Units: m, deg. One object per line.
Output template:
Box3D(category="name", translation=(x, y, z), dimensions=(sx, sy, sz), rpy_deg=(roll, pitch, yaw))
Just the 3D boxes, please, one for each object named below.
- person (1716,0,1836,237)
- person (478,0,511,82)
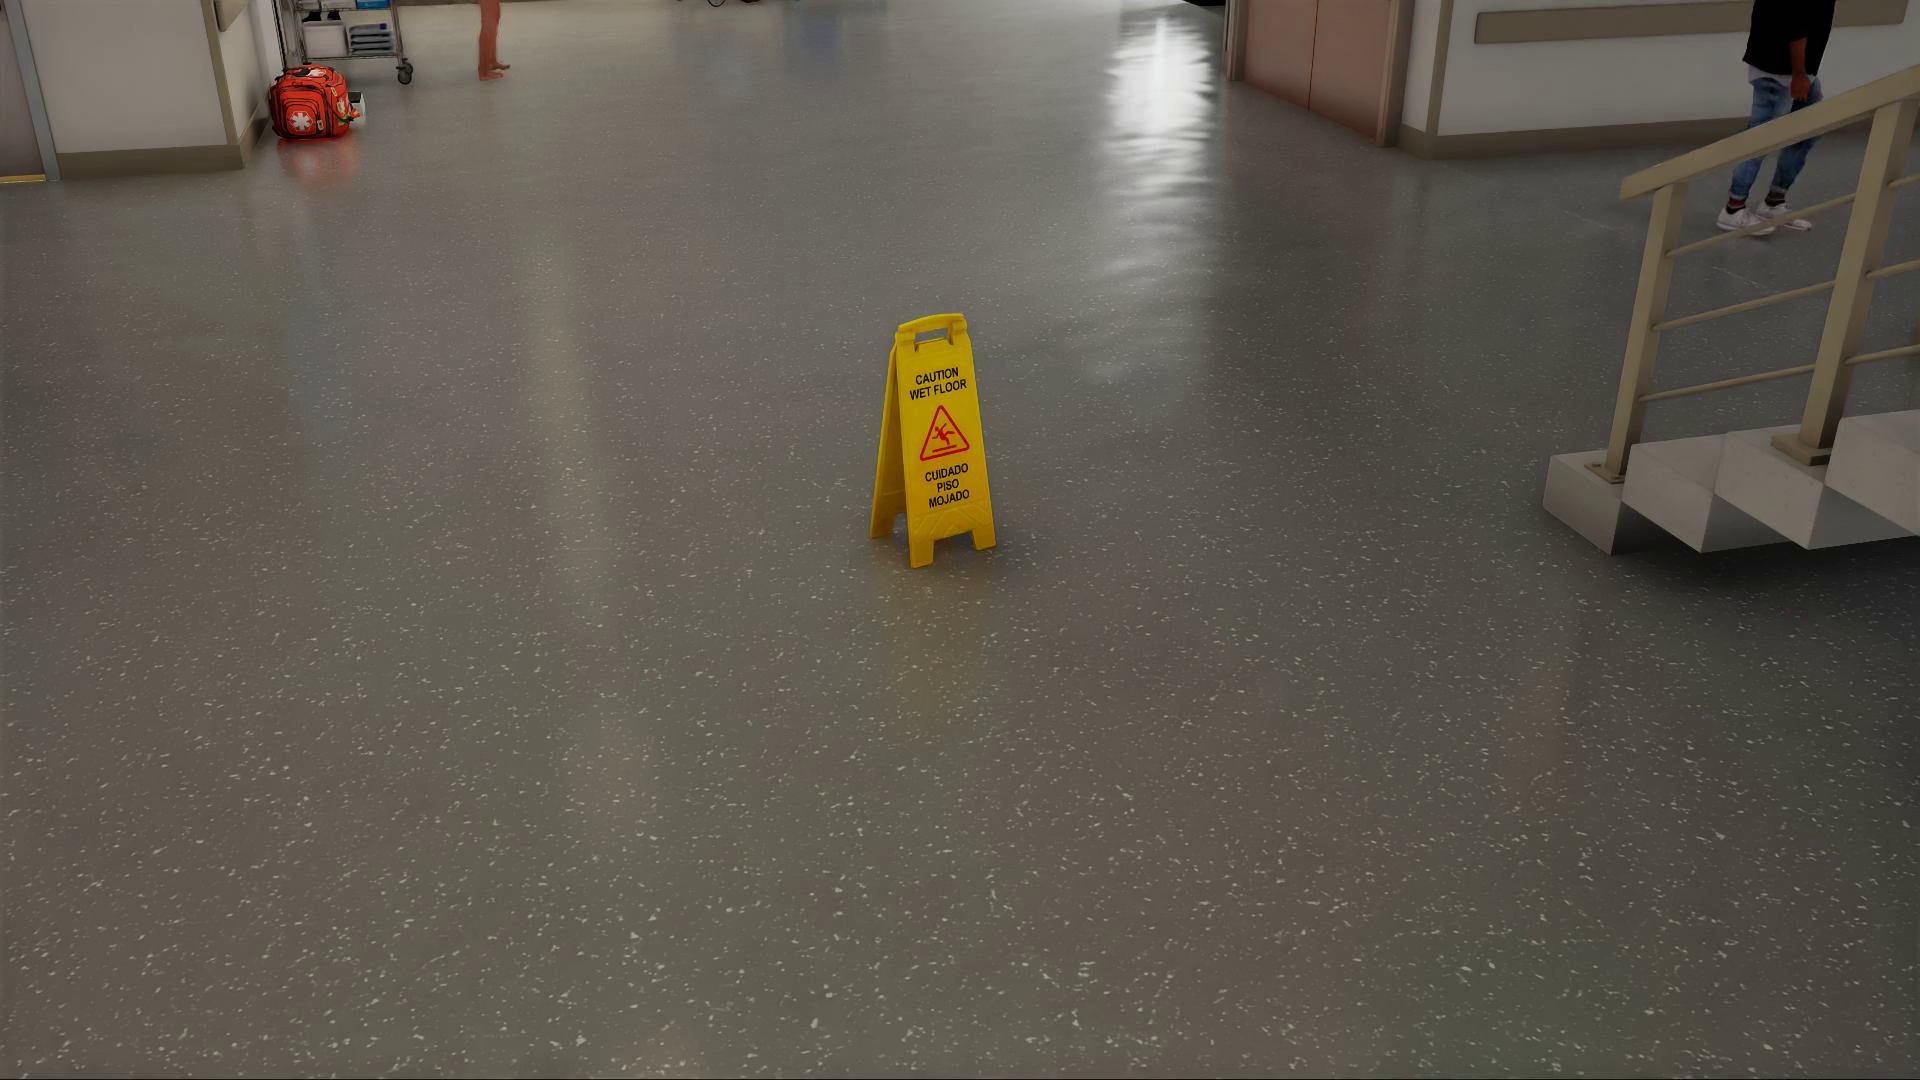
Box3D(category="person", translation=(4.238, -2.504, 8.715), dimensions=(0.891, 1.795, 0.848), rpy_deg=(20, 32, 35))
Box3D(category="person", translation=(-3.720, -4.333, 12.727), dimensions=(0.718, 1.604, 0.783), rpy_deg=(19, 32, 35))
